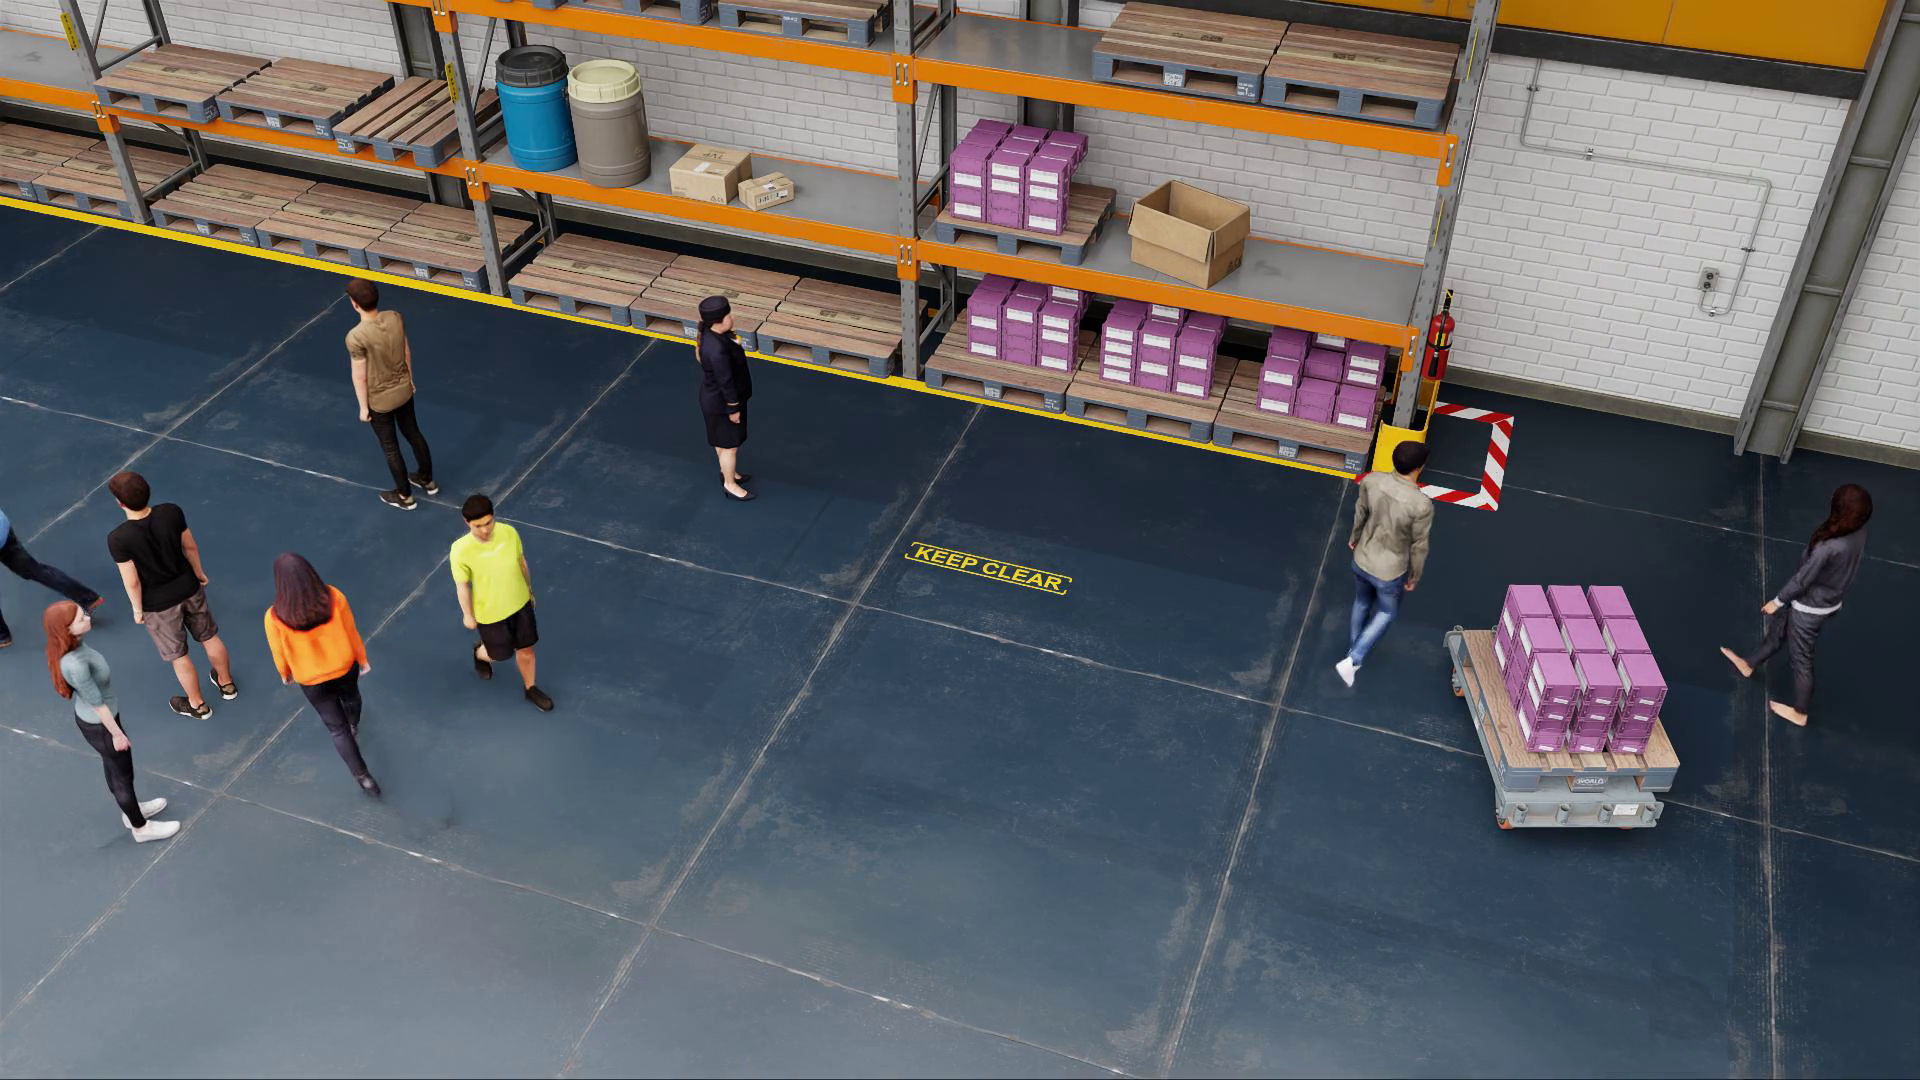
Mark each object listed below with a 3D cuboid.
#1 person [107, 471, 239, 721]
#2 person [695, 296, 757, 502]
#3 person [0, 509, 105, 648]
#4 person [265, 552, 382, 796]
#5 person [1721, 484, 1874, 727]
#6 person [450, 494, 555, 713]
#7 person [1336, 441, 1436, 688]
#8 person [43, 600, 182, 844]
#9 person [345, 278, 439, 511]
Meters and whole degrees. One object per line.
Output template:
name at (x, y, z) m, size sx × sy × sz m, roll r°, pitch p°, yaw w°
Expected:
person at (-4.912, 0.336, 10.338) m, size 0.670 × 1.863 × 0.725 m, roll 23°, pitch 44°, yaw 26°
person at (-1.729, -1.034, 12.206) m, size 0.824 × 1.671 × 0.802 m, roll -9°, pitch 39°, yaw -11°
person at (-6.270, -0.044, 10.873) m, size 1.246 × 1.787 × 1.065 m, roll -8°, pitch 39°, yaw -9°
person at (-3.699, 0.829, 9.835) m, size 0.964 × 1.719 × 1.111 m, roll -25°, pitch 45°, yaw -28°
person at (5.362, 0.445, 10.298) m, size 0.932 × 1.741 × 1.062 m, roll -26°, pitch 45°, yaw -29°
person at (-2.935, 0.358, 10.446) m, size 0.845 × 1.693 × 0.990 m, roll -32°, pitch 48°, yaw -33°
person at (2.631, 0.180, 10.547) m, size 0.996 × 1.845 × 0.993 m, roll 28°, pitch 46°, yaw 31°
person at (-4.921, 1.042, 9.549) m, size 0.731 × 1.742 × 0.633 m, roll -25°, pitch 45°, yaw -28°
person at (-4.150, -1.063, 12.099) m, size 0.612 × 1.849 × 0.695 m, roll 19°, pitch 42°, yaw 22°
